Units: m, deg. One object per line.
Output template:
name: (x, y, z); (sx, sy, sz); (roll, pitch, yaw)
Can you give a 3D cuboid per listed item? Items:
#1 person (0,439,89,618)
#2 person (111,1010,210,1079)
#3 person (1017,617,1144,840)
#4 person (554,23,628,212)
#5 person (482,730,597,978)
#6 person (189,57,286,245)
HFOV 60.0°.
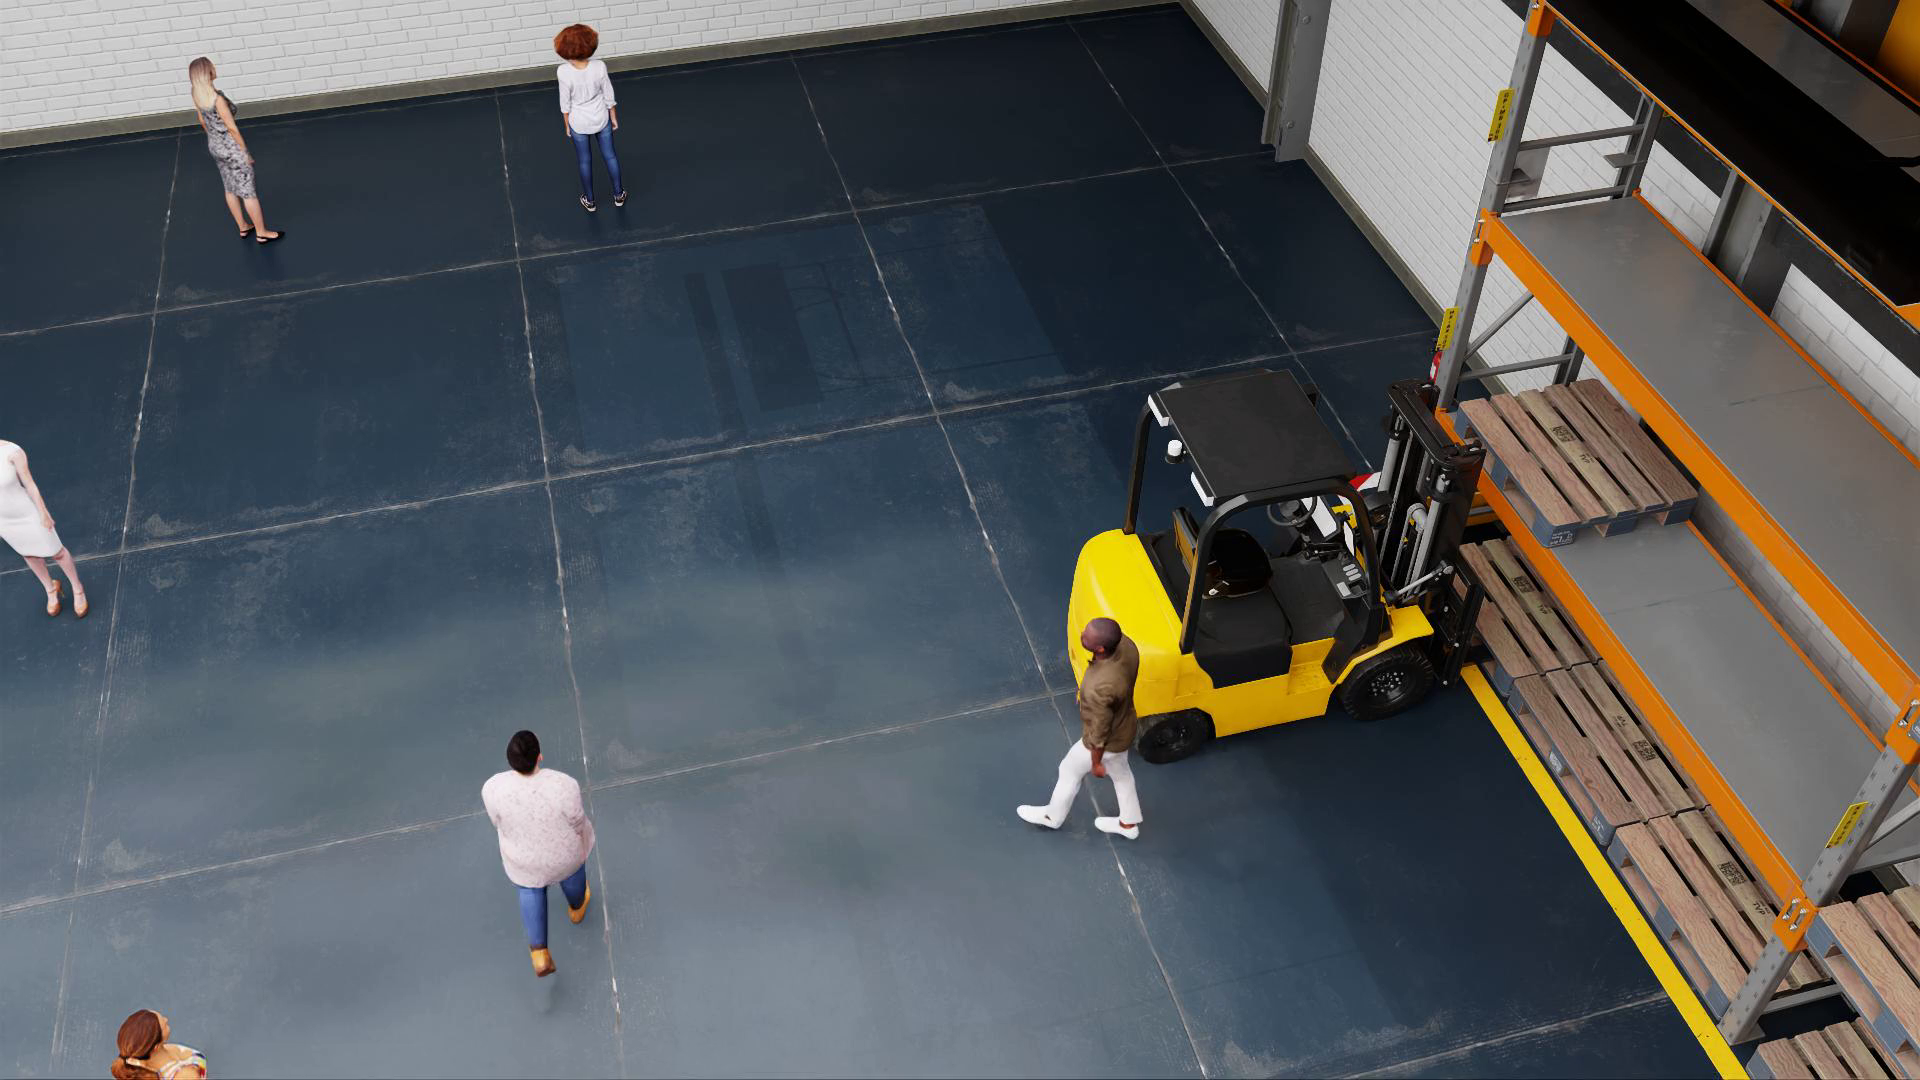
person: (-6.109, -0.177, 10.826); (0.595, 1.794, 0.552); (-2, 44, -2)
person: (-3.552, 2.732, 7.775); (0.674, 1.791, 0.714); (13, 45, 13)
person: (0.903, 1.115, 9.471); (1.117, 1.794, 1.081); (18, 46, 18)
person: (-3.249, -3.701, 14.585); (0.644, 1.712, 0.600); (-12, 45, -13)
person: (-2.259, 1.678, 8.928); (0.781, 1.727, 1.023); (-2, 44, -3)
person: (-6.242, -3.311, 14.180); (0.630, 1.705, 0.695); (23, 48, 22)
